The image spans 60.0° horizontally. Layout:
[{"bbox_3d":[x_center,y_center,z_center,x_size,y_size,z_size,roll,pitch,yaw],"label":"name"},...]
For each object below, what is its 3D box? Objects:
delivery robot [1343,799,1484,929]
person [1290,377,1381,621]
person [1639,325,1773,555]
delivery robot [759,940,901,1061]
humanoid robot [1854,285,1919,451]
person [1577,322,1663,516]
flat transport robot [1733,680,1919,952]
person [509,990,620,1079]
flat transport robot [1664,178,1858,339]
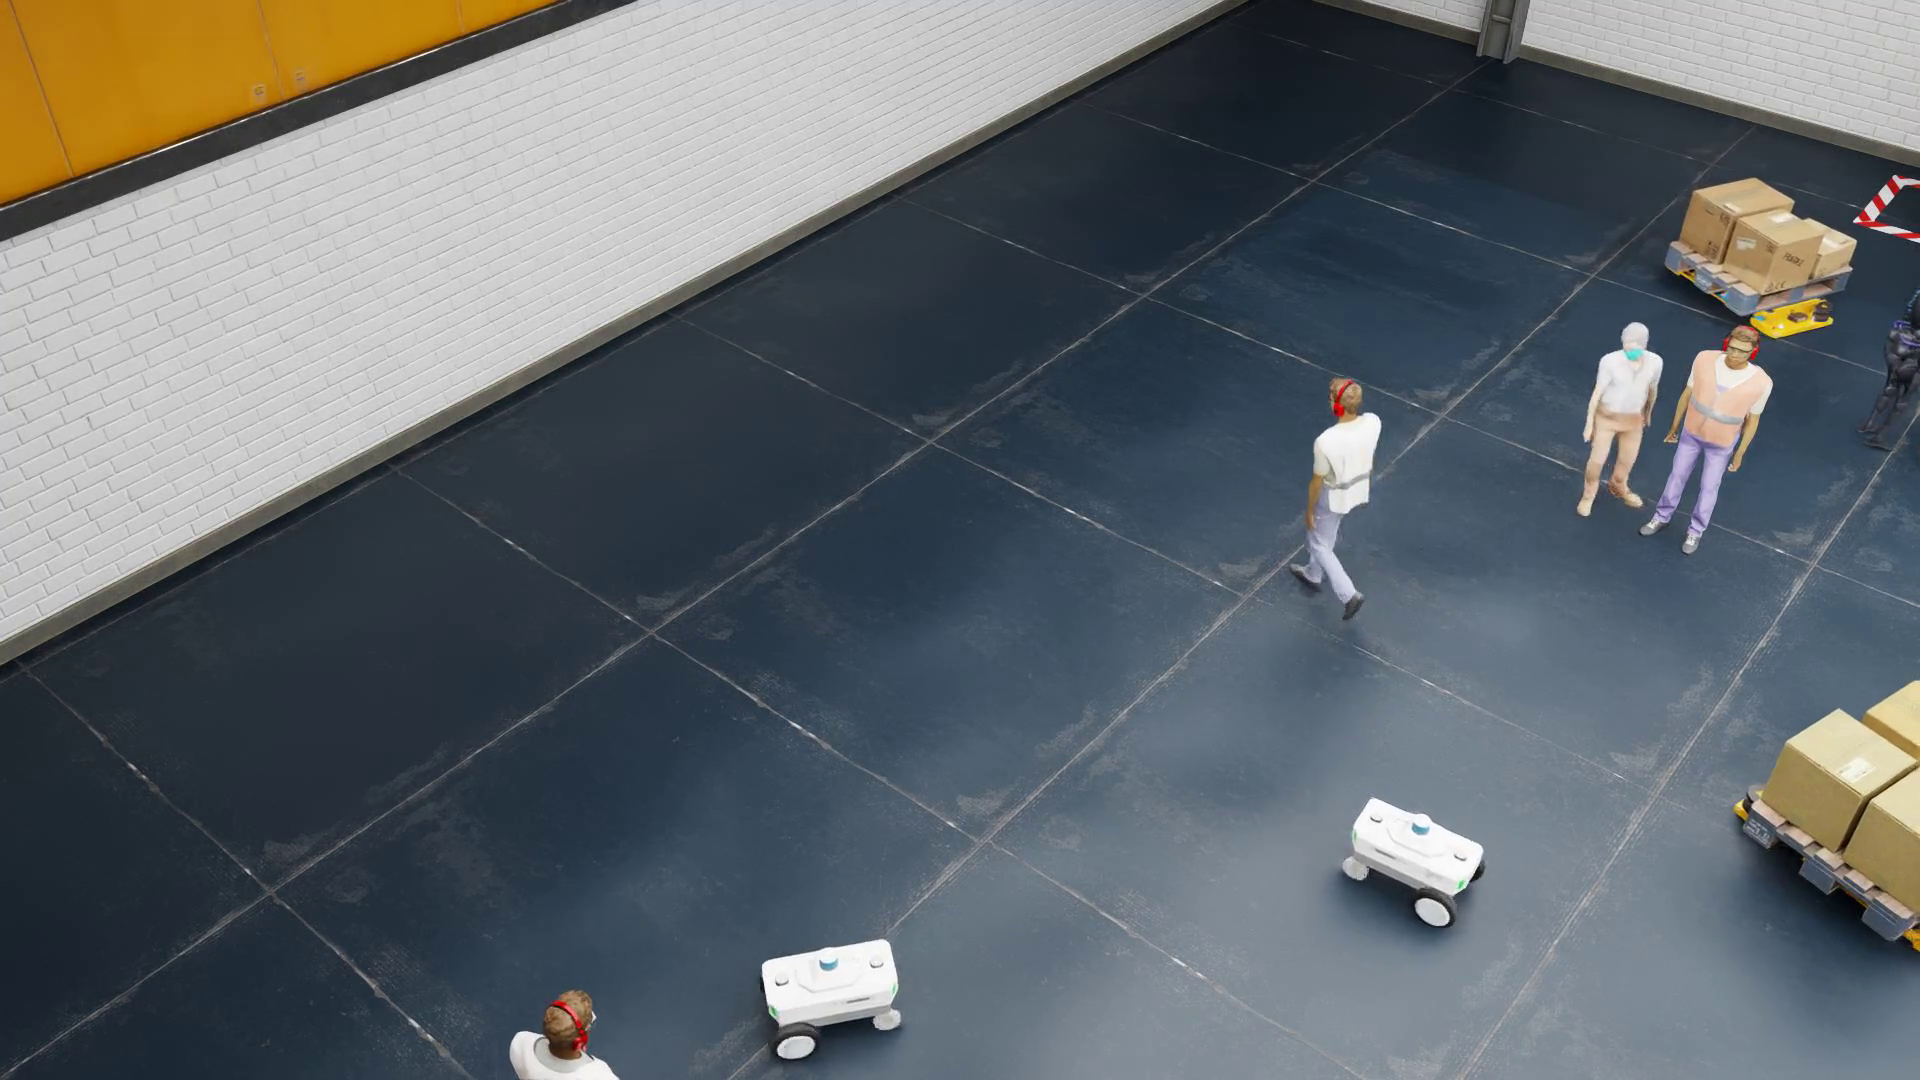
[{"bbox_3d":[2.689,1.862,9.756,0.781,0.605,0.499,23,44,26],"label":"delivery robot"},{"bbox_3d":[2.614,-0.270,11.391,0.565,1.818,0.727,-24,45,-27],"label":"person"},{"bbox_3d":[5.389,-0.745,11.951,0.566,1.849,0.387,31,48,32],"label":"person"},{"bbox_3d":[-0.713,2.438,9.027,0.784,0.589,0.499,-8,40,-10],"label":"delivery robot"},{"bbox_3d":[7.407,-1.479,12.998,0.318,1.642,0.612,4,39,5],"label":"humanoid robot"},{"bbox_3d":[4.885,-0.905,12.262,0.581,1.707,0.398,1,39,1],"label":"person"},{"bbox_3d":[5.451,1.889,9.941,0.659,0.231,1.431,-22,44,-25],"label":"flat transport robot"},{"bbox_3d":[-1.736,2.733,7.653,0.570,1.830,0.405,17,42,20],"label":"person"},{"bbox_3d":[7.181,-2.308,15.151,0.659,0.231,1.431,-14,41,-17],"label":"flat transport robot"}]
